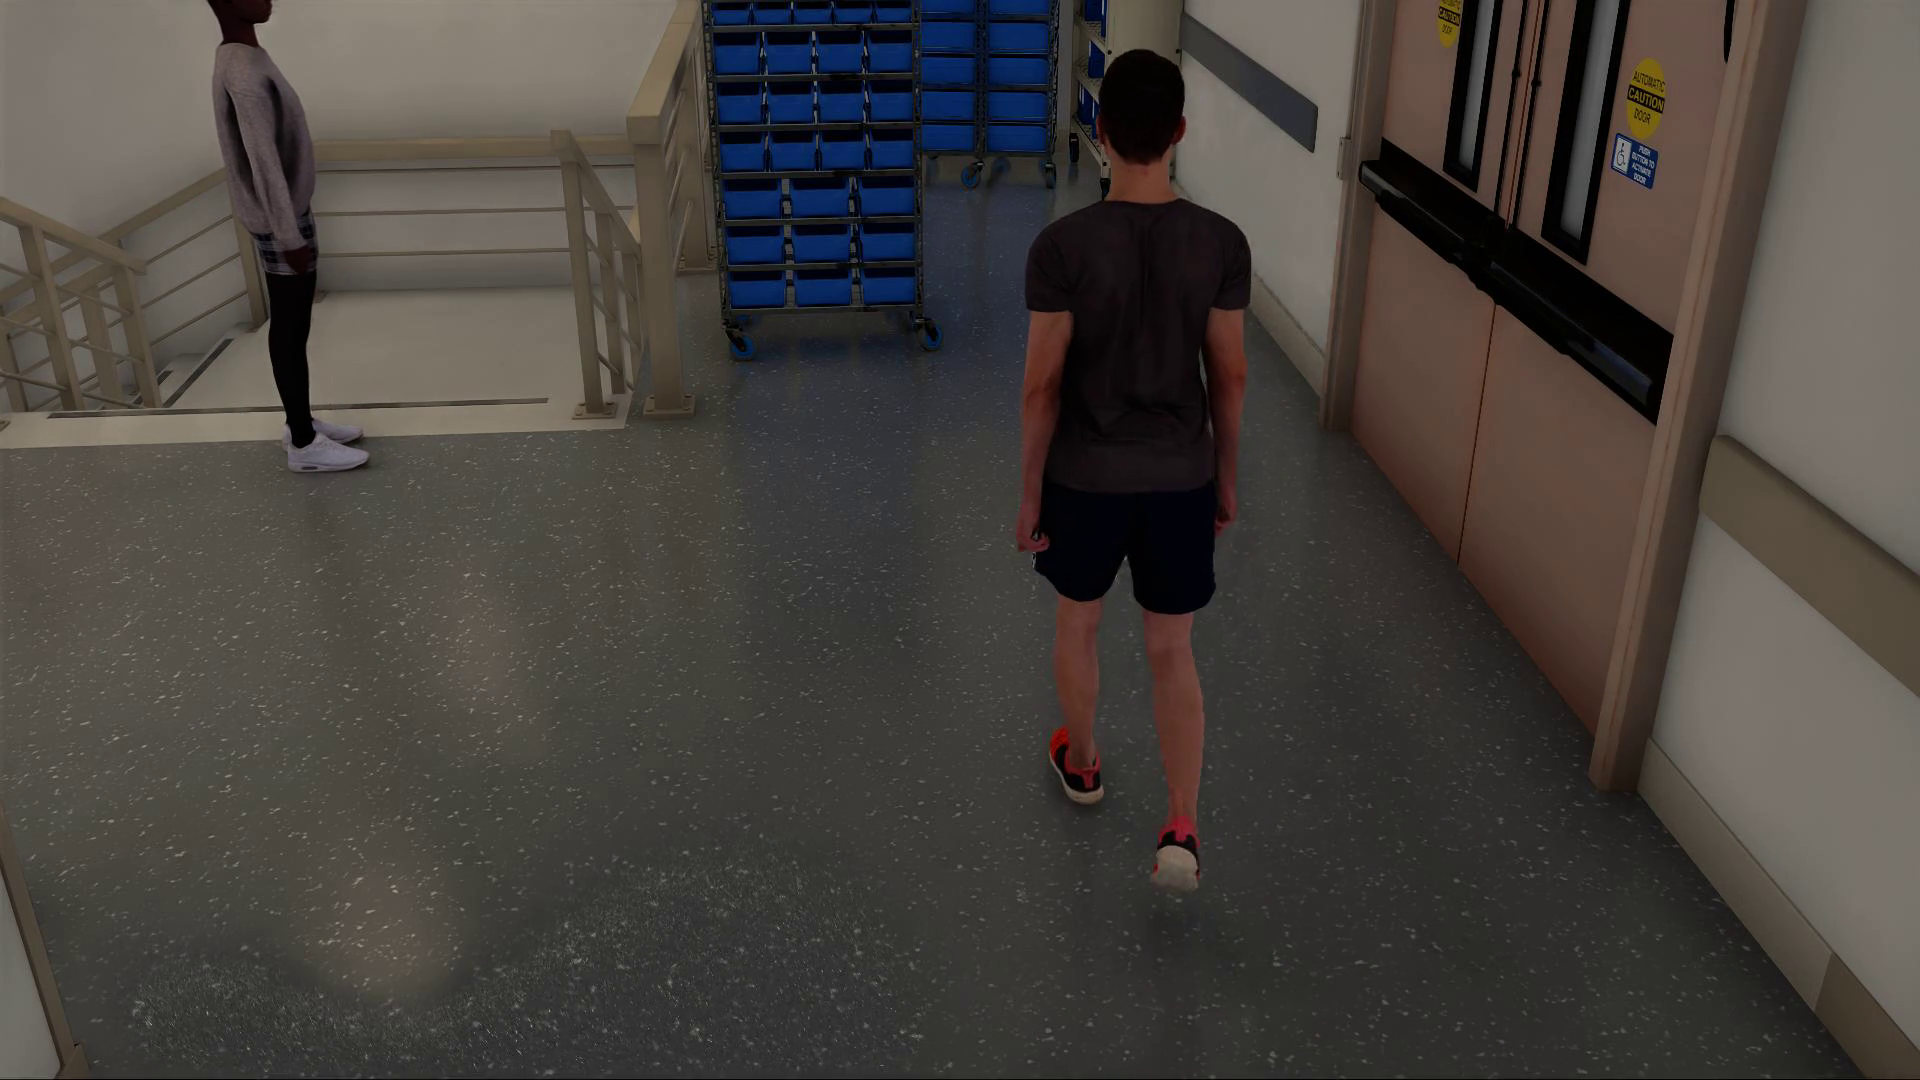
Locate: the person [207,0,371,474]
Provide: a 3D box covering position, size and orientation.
[{"bbox_3d":[-2.394,-1.113,5.798,0.732,1.771,0.568,-9,27,-19],"label":"person"}]

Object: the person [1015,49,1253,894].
[{"bbox_3d":[0.383,-0.076,3.582,0.655,1.827,1.062,-2,26,-5],"label":"person"}]
